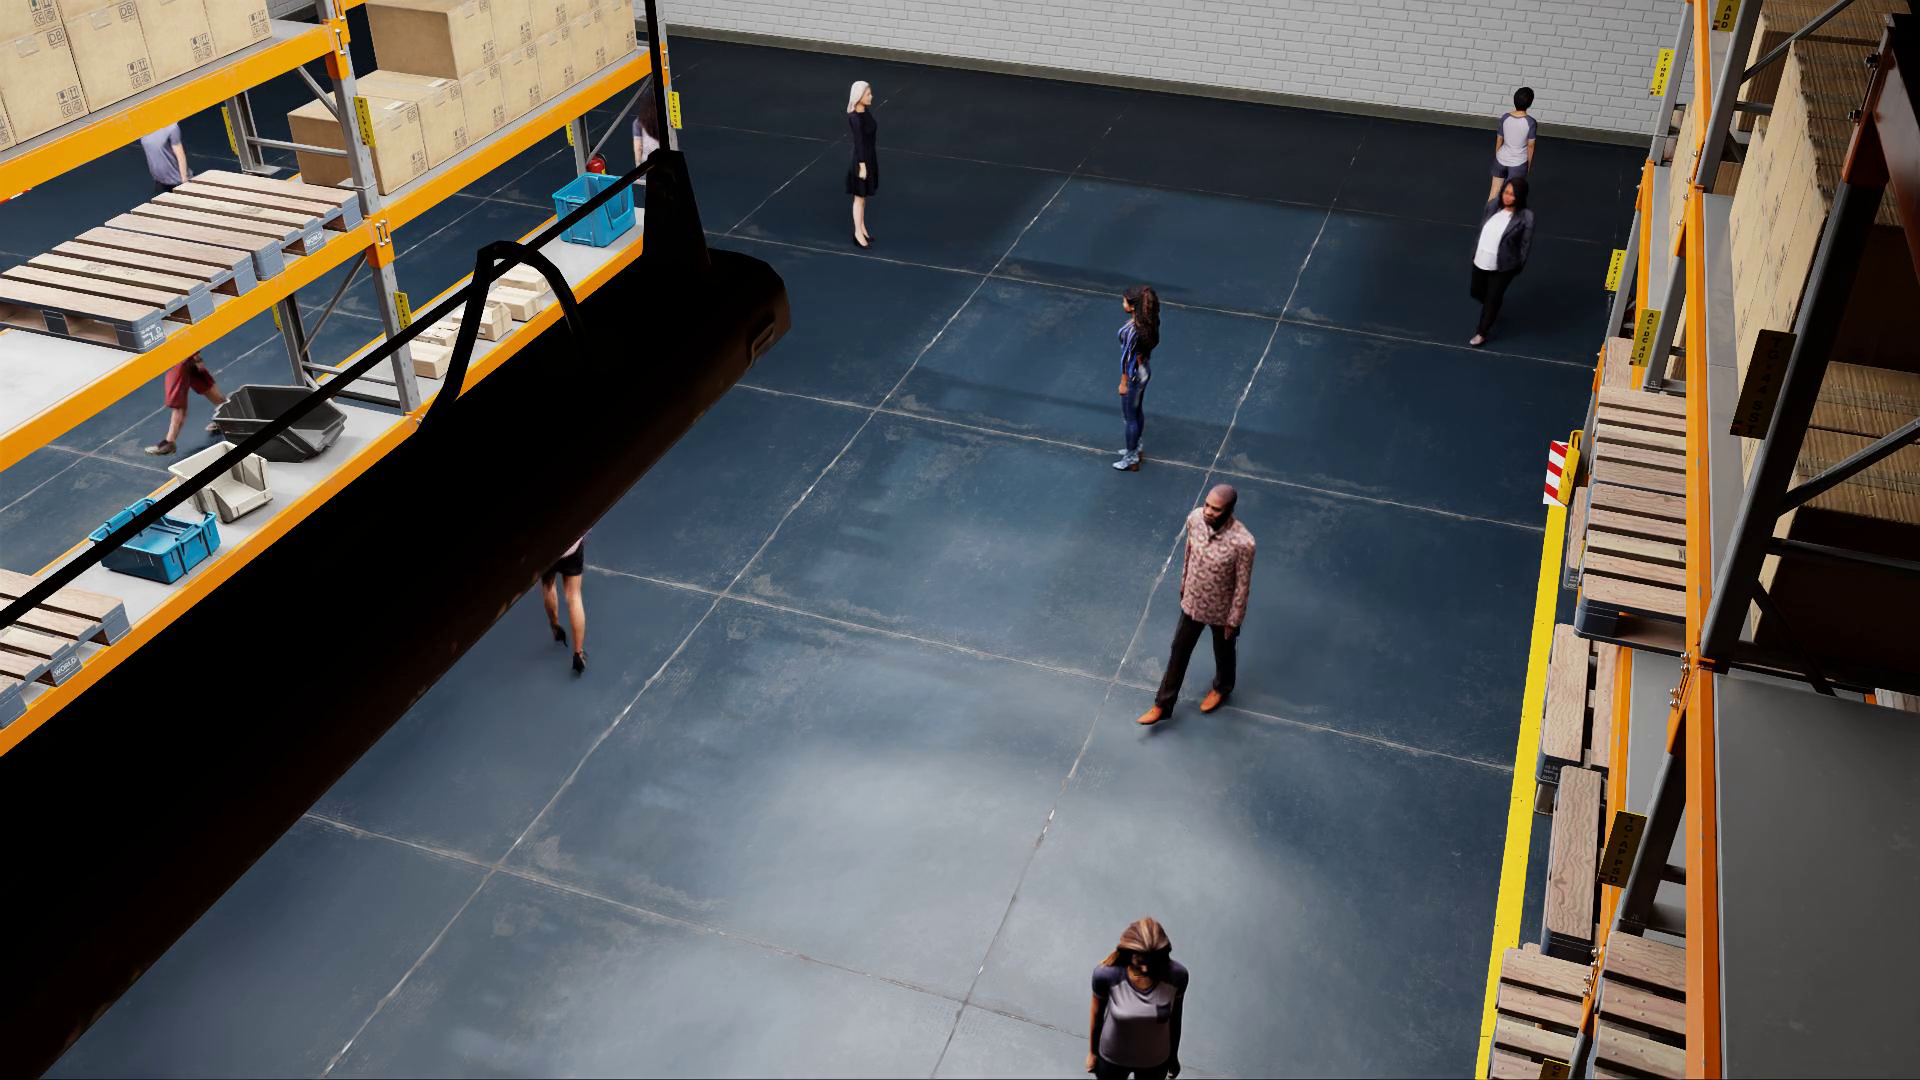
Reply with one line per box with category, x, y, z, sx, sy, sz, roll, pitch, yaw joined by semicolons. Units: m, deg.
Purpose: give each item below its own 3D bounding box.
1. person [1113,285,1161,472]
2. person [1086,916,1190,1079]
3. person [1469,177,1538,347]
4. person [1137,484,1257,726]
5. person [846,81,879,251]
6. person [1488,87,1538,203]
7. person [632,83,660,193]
person;1.411;-1.322;13.457;0.649;1.624;0.467;11;35;17
person;0.811;2.379;7.798;0.664;1.725;0.649;1;34;1
person;5.010;-2.612;15.435;1.000;1.582;0.881;-29;43;-36
person;1.681;0.371;10.770;0.957;1.779;1.145;26;41;33
person;-1.002;-3.890;17.209;0.713;1.747;0.578;4;34;6
person;5.839;-4.019;17.567;0.617;1.566;0.601;22;39;29
person;-3.124;-3.841;17.200;1.083;1.676;0.969;-27;42;-35
